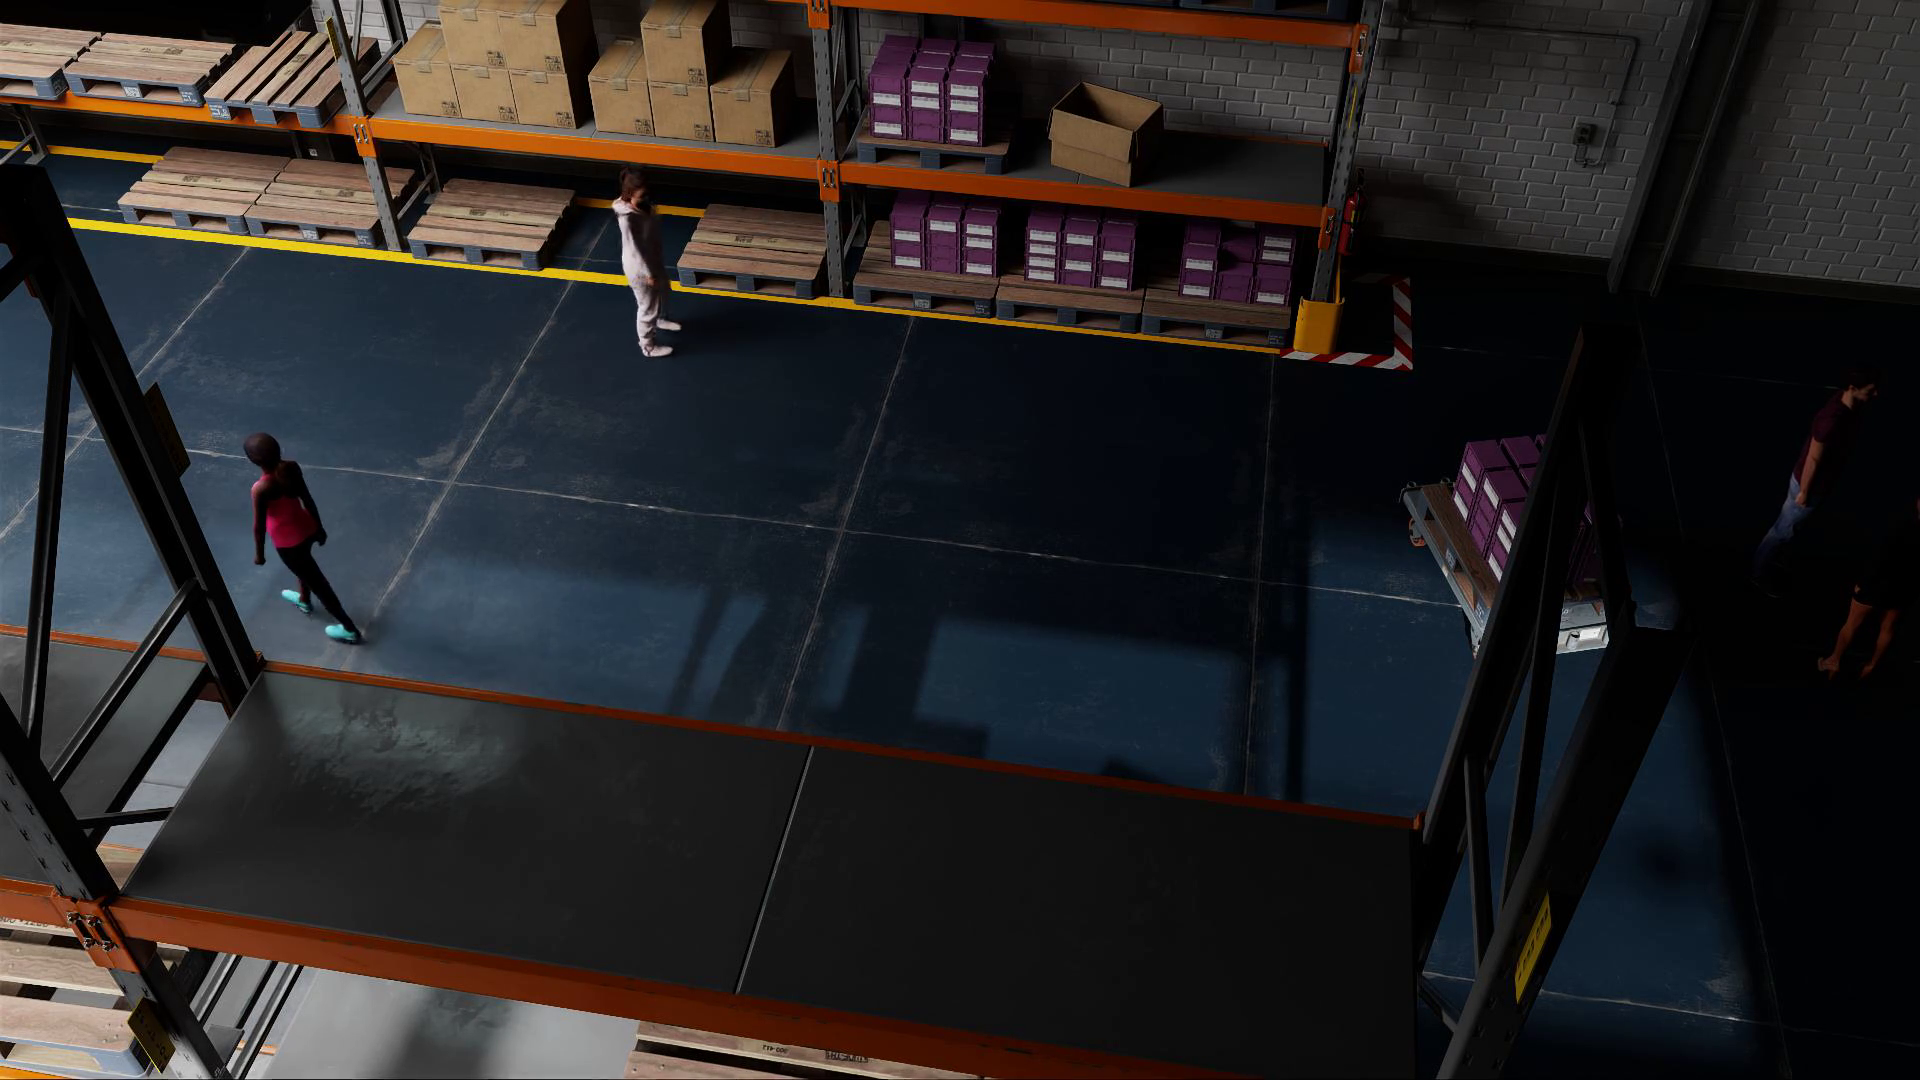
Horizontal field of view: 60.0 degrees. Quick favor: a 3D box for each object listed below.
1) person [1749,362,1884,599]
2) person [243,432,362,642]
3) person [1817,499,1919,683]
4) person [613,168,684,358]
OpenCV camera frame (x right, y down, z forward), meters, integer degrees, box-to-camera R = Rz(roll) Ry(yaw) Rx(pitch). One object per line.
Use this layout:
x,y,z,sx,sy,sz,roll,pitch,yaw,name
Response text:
5.727,-0.443,11.124,0.731,1.853,0.742,30,51,28,person
-4.205,0.031,10.740,0.954,1.697,0.665,13,45,13,person
5.872,0.299,10.501,0.558,1.637,0.634,9,44,9,person
-2.520,-2.195,13.097,0.545,1.668,0.710,1,44,1,person
